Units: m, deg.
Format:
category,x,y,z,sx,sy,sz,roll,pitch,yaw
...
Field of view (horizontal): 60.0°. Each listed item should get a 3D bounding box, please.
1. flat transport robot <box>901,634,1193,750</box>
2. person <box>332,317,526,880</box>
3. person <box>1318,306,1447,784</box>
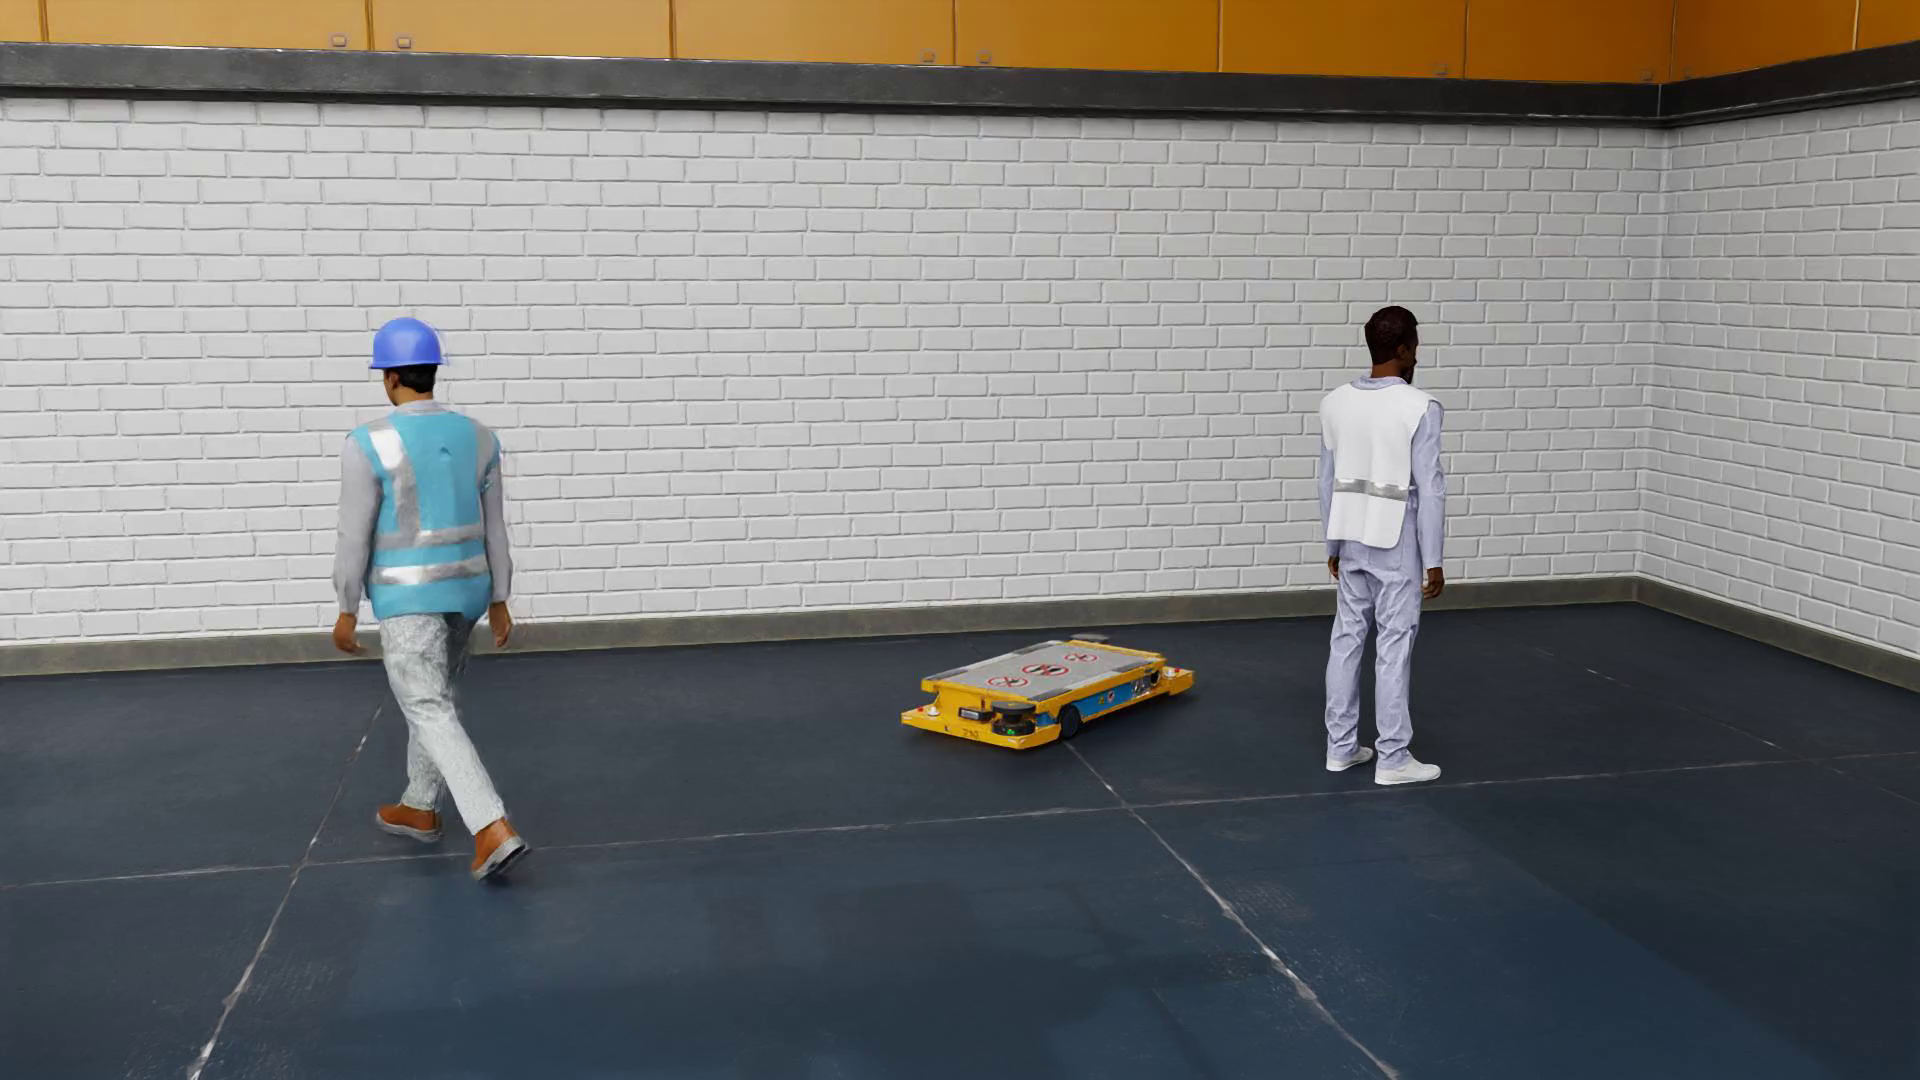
category,x,y,z,sx,sy,sz,roll,pitch,yaw
flat transport robot,0.436,0.678,7.723,0.652,0.197,1.431,7,12,38
person,-1.791,0.191,5.726,0.942,1.912,0.593,6,11,34
person,1.688,0.025,6.699,0.392,1.919,0.593,-7,12,-37
